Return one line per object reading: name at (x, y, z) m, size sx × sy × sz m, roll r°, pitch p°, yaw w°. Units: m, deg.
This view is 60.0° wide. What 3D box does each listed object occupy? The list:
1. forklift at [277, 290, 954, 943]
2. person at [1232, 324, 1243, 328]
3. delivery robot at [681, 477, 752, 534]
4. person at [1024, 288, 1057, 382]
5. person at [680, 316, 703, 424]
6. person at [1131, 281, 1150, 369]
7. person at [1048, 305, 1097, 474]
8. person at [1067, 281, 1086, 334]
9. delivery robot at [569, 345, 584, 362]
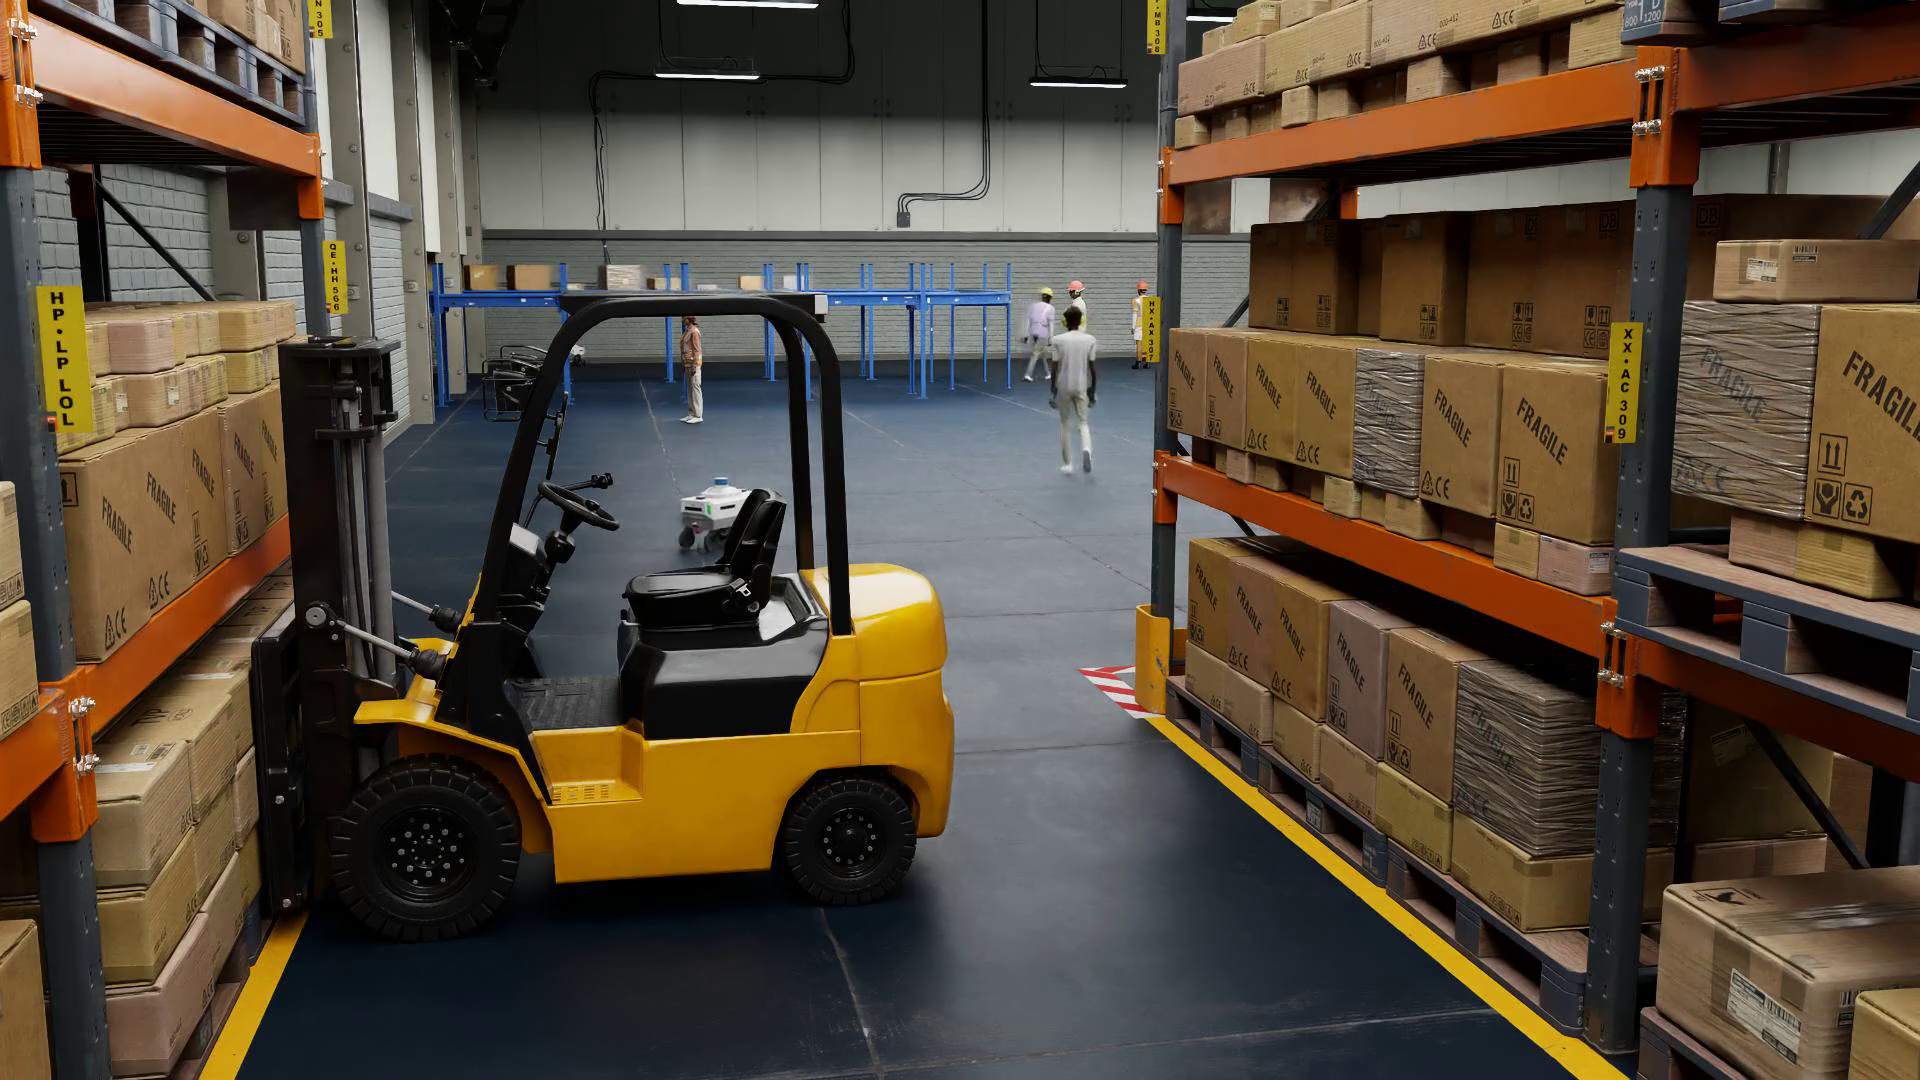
forklift at (-1.179, 0.175, 6.143) m, size 2.313 × 2.155 × 1.214 m, roll -2°, pitch 10°, yaw -12°
person at (3.181, -1.718, 19.390) m, size 0.872 × 1.591 × 0.517 m, roll 3°, pitch 10°, yaw 20°
delivery robot at (-1.936, -0.266, 13.530) m, size 0.477 × 0.478 × 0.707 m, roll 6°, pitch 11°, yaw 32°
person at (1.572, -4.072, 32.975) m, size 1.002 × 1.848 × 0.648 m, roll -8°, pitch 13°, yaw -42°
person at (-3.888, -2.514, 24.090) m, size 0.307 × 1.641 × 0.513 m, roll -4°, pitch 10°, yaw -24°
person at (4.046, -4.778, 36.971) m, size 0.545 × 1.942 × 0.350 m, roll -4°, pitch 10°, yaw -25°
person at (1.228, -1.621, 18.025) m, size 0.526 × 1.850 × 0.656 m, roll -1°, pitch 9°, yaw -6°
person at (2.170, -3.835, 31.065) m, size 0.377 × 1.995 × 0.612 m, roll -1°, pitch 9°, yaw -6°
delivery robot at (-8.913, -4.320, 38.244) m, size 0.477 × 0.478 × 0.707 m, roll 1°, pitch 9°, yaw 6°
